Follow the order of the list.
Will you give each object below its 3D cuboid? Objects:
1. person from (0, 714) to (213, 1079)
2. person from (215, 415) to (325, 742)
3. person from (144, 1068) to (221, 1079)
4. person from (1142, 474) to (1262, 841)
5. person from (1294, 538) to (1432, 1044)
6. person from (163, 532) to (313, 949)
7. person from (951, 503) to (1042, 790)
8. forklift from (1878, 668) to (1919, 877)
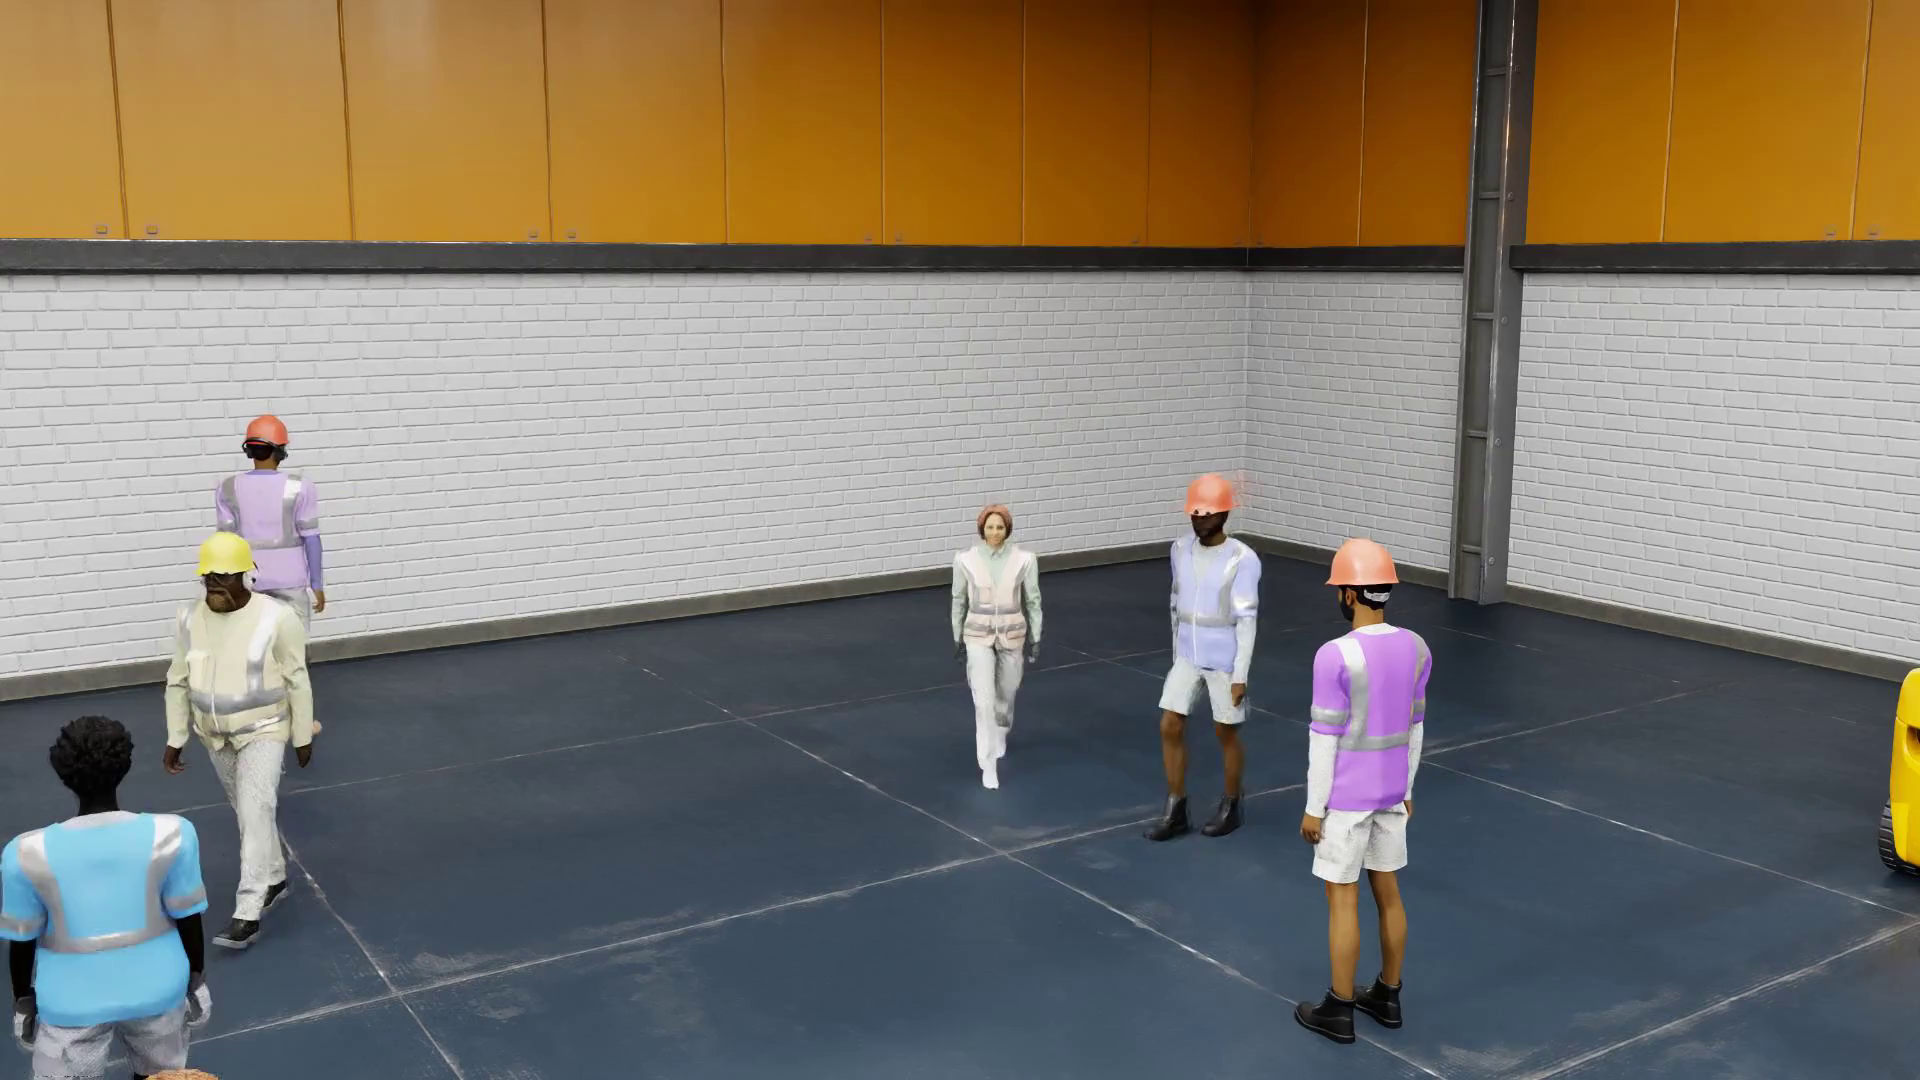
[{"bbox_3d":[-2.473,1.335,4.860,0.544,1.680,0.709,-5,10,-26],"label":"person"},{"bbox_3d":[-4.273,0.252,10.351,0.629,2.041,0.492,-1,9,-5],"label":"person"},{"bbox_3d":[-1.242,1.687,2.887,0.346,1.617,0.535,8,12,41],"label":"person"},{"bbox_3d":[1.225,0.620,8.479,0.558,1.906,0.764,9,13,42],"label":"person"},{"bbox_3d":[1.528,0.954,6.403,0.543,1.929,0.380,-6,11,-32],"label":"person"},{"bbox_3d":[-3.216,0.861,7.330,0.594,1.796,0.868,2,10,11],"label":"person"},{"bbox_3d":[0.208,0.567,9.696,0.523,1.610,0.800,-1,9,-5],"label":"person"},{"bbox_3d":[5.511,0.571,7.906,2.313,2.155,1.214,-6,11,-33],"label":"forklift"}]
